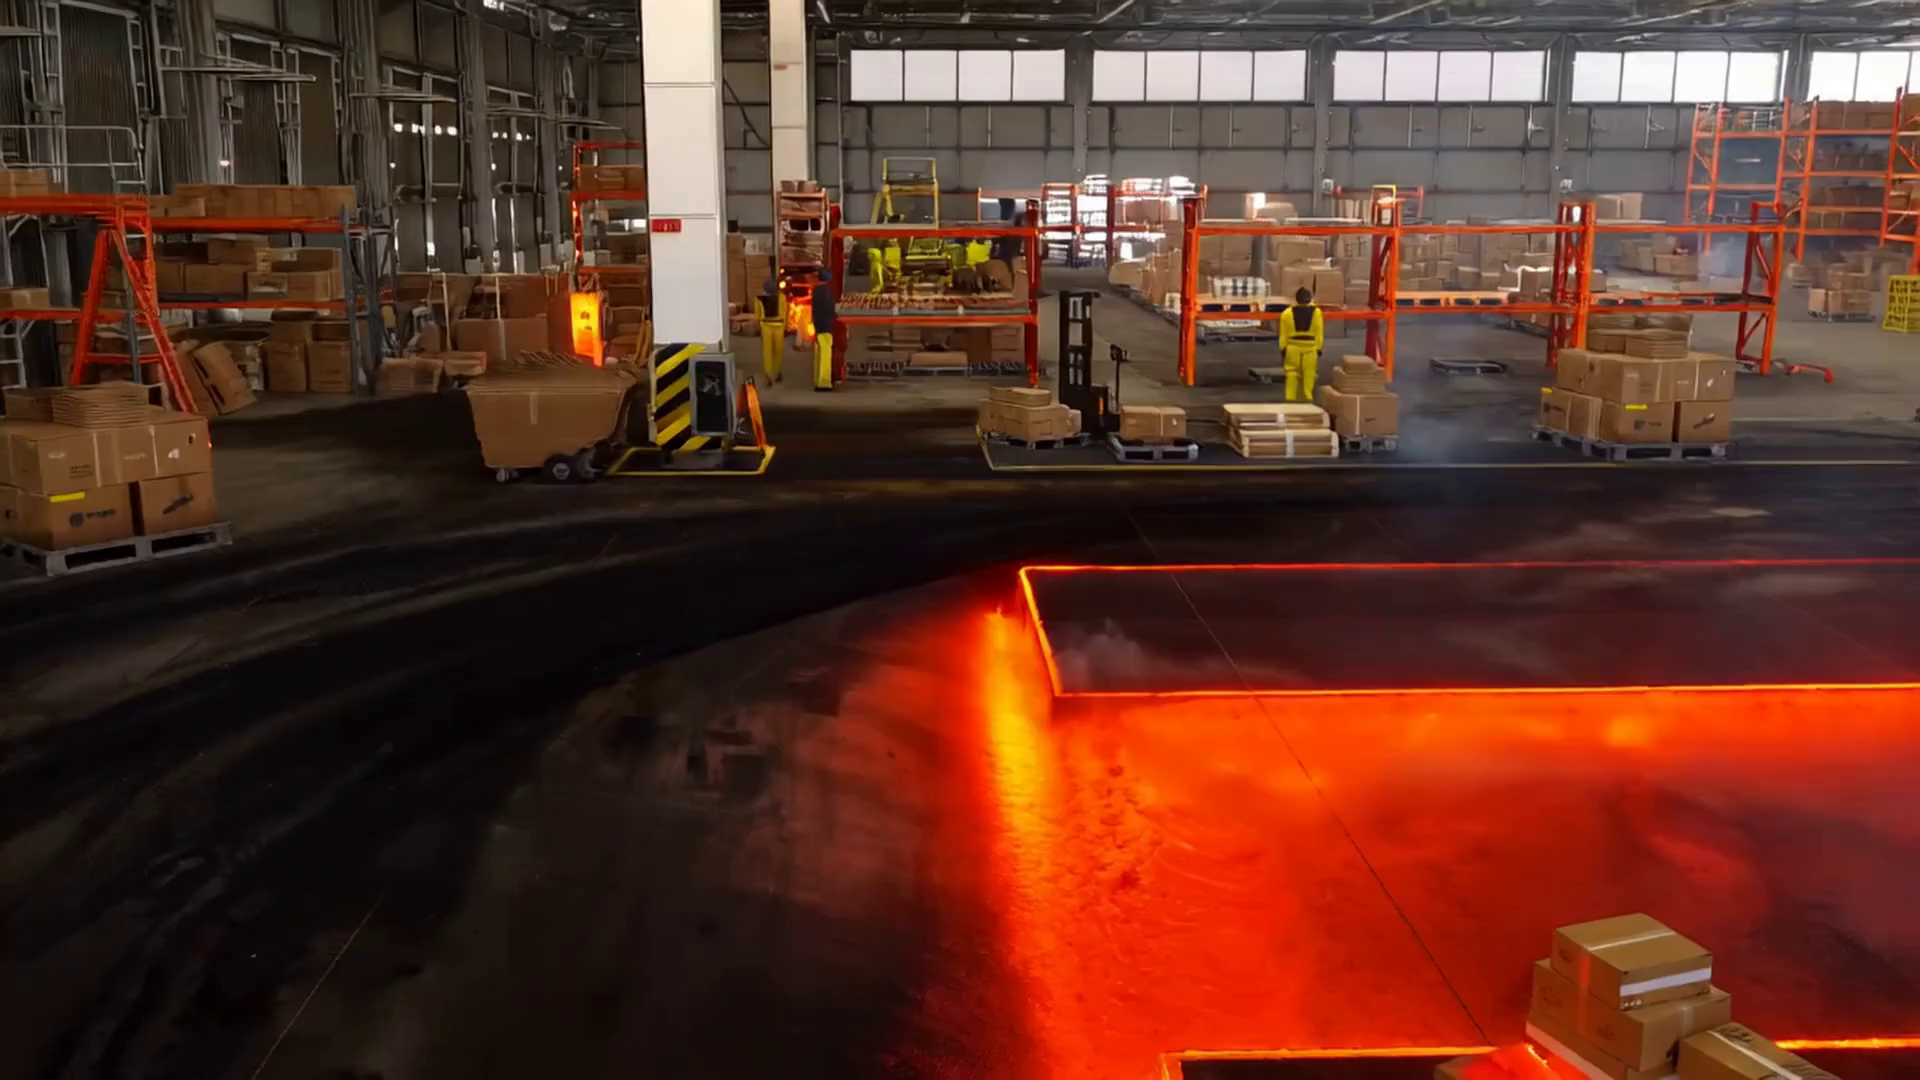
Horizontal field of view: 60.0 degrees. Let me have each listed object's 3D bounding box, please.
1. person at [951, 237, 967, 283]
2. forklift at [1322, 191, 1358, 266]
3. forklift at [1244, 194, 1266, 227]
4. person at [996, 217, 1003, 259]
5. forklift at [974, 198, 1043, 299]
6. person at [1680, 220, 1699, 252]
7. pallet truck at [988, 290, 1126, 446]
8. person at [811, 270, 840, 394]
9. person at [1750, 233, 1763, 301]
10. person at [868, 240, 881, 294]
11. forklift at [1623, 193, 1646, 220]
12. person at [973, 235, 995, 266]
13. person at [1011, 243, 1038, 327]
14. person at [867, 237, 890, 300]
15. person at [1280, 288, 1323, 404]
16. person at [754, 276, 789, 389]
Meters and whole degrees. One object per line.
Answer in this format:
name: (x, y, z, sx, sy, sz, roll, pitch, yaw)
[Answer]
person: (-0.016, -7.681, 46.987, 0.484, 1.744, 0.296, -6, 14, -26)
forklift: (14.565, -11.851, 63.230, 1.129, 2.768, 1.873, 0, 12, -2)
forklift: (9.686, -9.998, 54.863, 1.873, 2.768, 1.129, 10, 16, 37)
person: (1.506, -10.712, 60.230, 0.356, 1.937, 0.552, 4, 13, 19)
forklift: (1.356, -8.191, 46.703, 1.873, 2.768, 1.129, -1, 13, -3)
person: (25.301, -10.175, 57.843, 0.643, 1.936, 1.013, 0, 12, -1)
pallet truck: (1.257, -2.299, 22.111, 1.885, 1.965, 0.823, -9, 15, -35)
person: (-2.204, -3.375, 26.983, 0.384, 1.991, 0.609, -6, 14, -26)
person: (21.718, -7.408, 45.366, 0.372, 1.914, 0.596, 8, 15, 31)
person: (-2.434, -7.949, 48.510, 0.517, 1.605, 0.769, -3, 13, -13)
forklift: (23.317, -10.626, 57.695, 1.873, 2.768, 1.129, 0, 12, -2)
person: (0.636, -7.786, 47.091, 0.681, 1.907, 0.732, -6, 14, -24)
person: (1.484, -5.877, 38.413, 0.627, 1.934, 0.372, 4, 13, 16)
person: (-2.232, -7.372, 45.507, 0.892, 1.821, 0.510, 9, 15, 35)
person: (5.134, -2.869, 25.042, 0.634, 1.841, 0.429, 1, 13, 4)
person: (-3.141, -3.491, 27.818, 0.589, 1.863, 0.887, -1, 13, -6)
